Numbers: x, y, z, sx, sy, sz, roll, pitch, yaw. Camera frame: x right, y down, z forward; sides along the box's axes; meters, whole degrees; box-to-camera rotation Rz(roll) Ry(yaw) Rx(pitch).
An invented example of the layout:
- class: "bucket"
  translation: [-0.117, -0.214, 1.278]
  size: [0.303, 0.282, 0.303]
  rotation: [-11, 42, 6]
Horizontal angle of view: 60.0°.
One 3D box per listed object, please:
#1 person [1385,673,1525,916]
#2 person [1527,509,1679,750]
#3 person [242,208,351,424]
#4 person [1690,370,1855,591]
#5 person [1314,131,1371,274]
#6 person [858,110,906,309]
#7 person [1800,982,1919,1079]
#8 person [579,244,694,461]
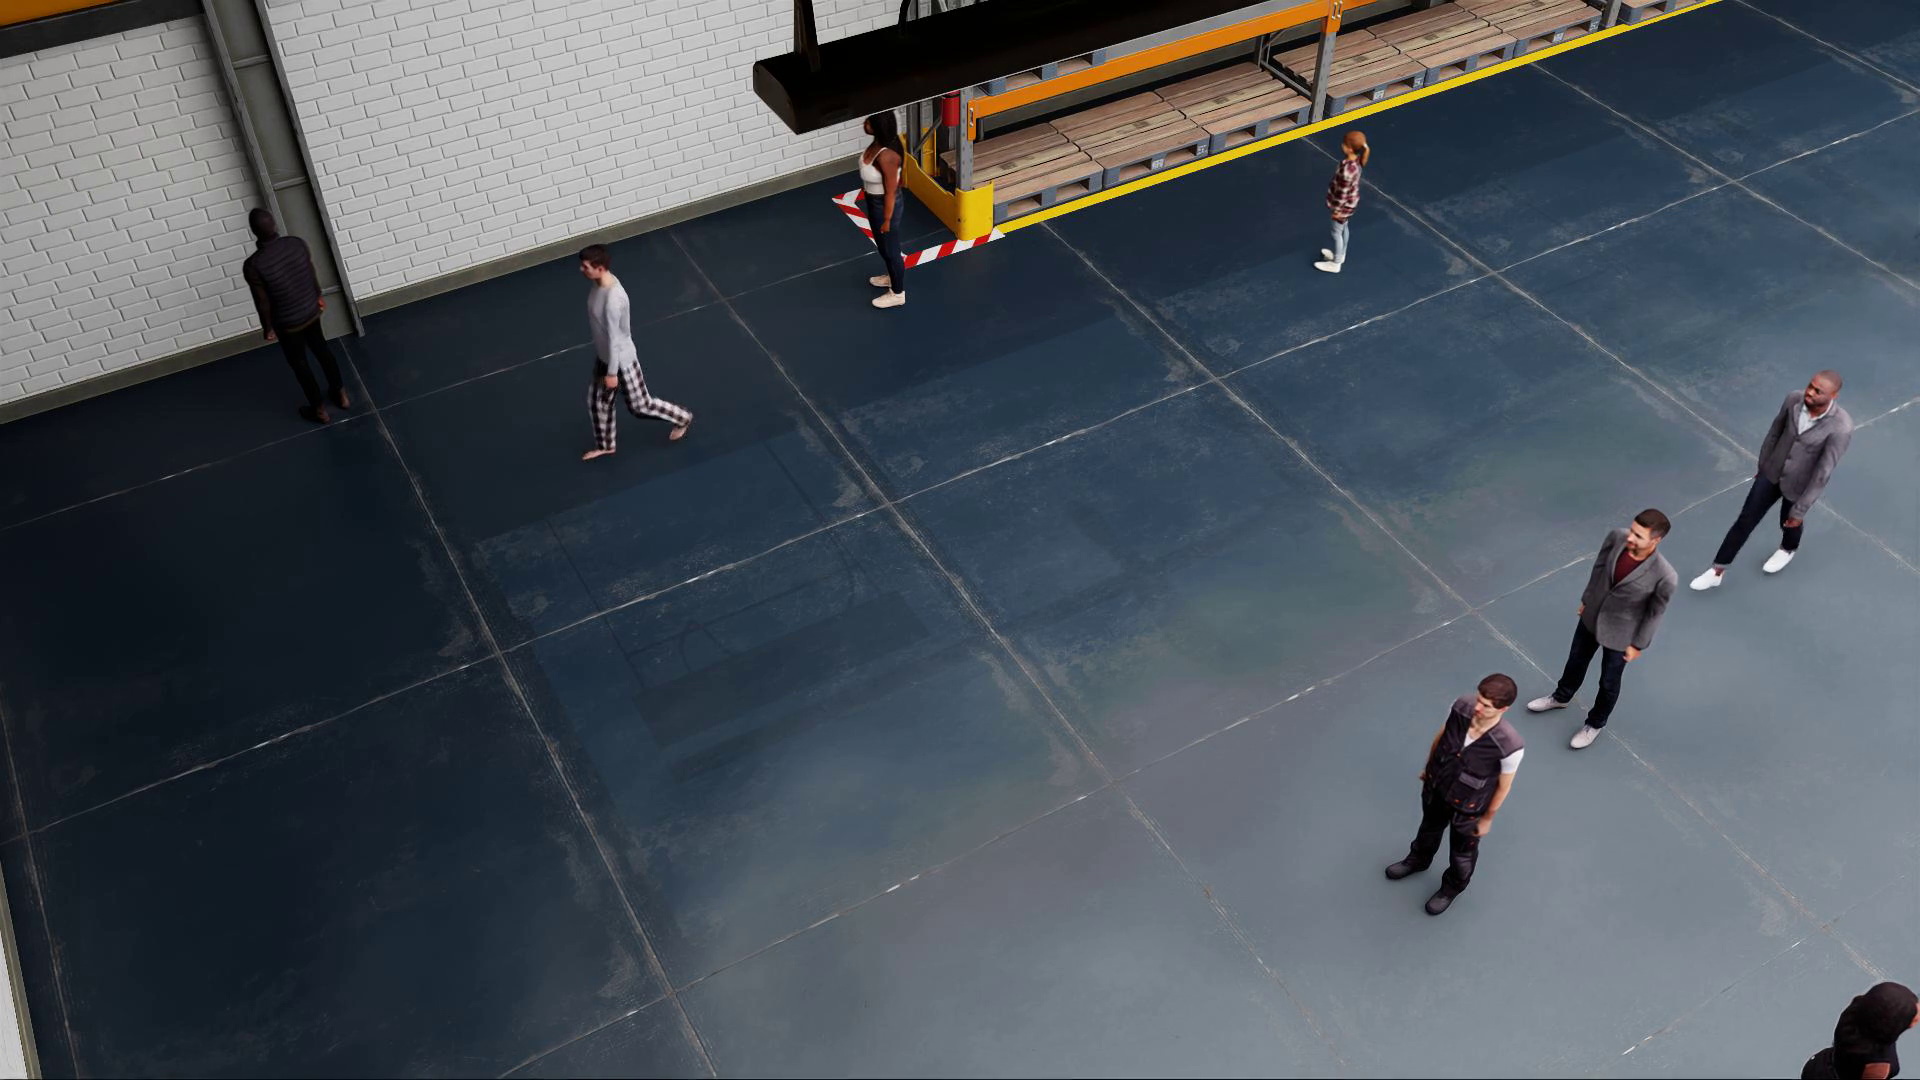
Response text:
- class: "person"
  translation: [2.807, 1.386, 9.280]
  size: [0.572, 1.848, 0.657]
  rotation: [-24, 49, -23]
- class: "person"
  translation: [3.989, 0.508, 10.182]
  size: [0.574, 1.874, 0.664]
  rotation: [-22, 48, -21]
- class: "person"
  translation: [-5.015, -1.691, 12.519]
  size: [0.836, 1.835, 0.669]
  rotation: [26, 49, 25]
- class: "person"
  translation: [5.653, -0.397, 11.209]
  size: [1.152, 1.768, 0.749]
  rotation: [-24, 49, -23]
- class: "person"
  translation: [3.276, -2.886, 14.158]
  size: [0.676, 1.305, 0.591]
  rotation: [19, 47, 19]
- class: "person"
  translation: [-0.602, -2.748, 13.648]
  size: [0.743, 1.808, 0.738]
  rotation: [-3, 44, -3]
- class: "person"
  translation: [4.219, 2.657, 8.023]
  size: [0.710, 1.741, 0.667]
  rotation: [7, 44, 8]
- class: "person"
  translation: [-2.419, -1.359, 12.186]
  size: [1.105, 1.815, 0.666]
  rotation: [-19, 47, -19]
